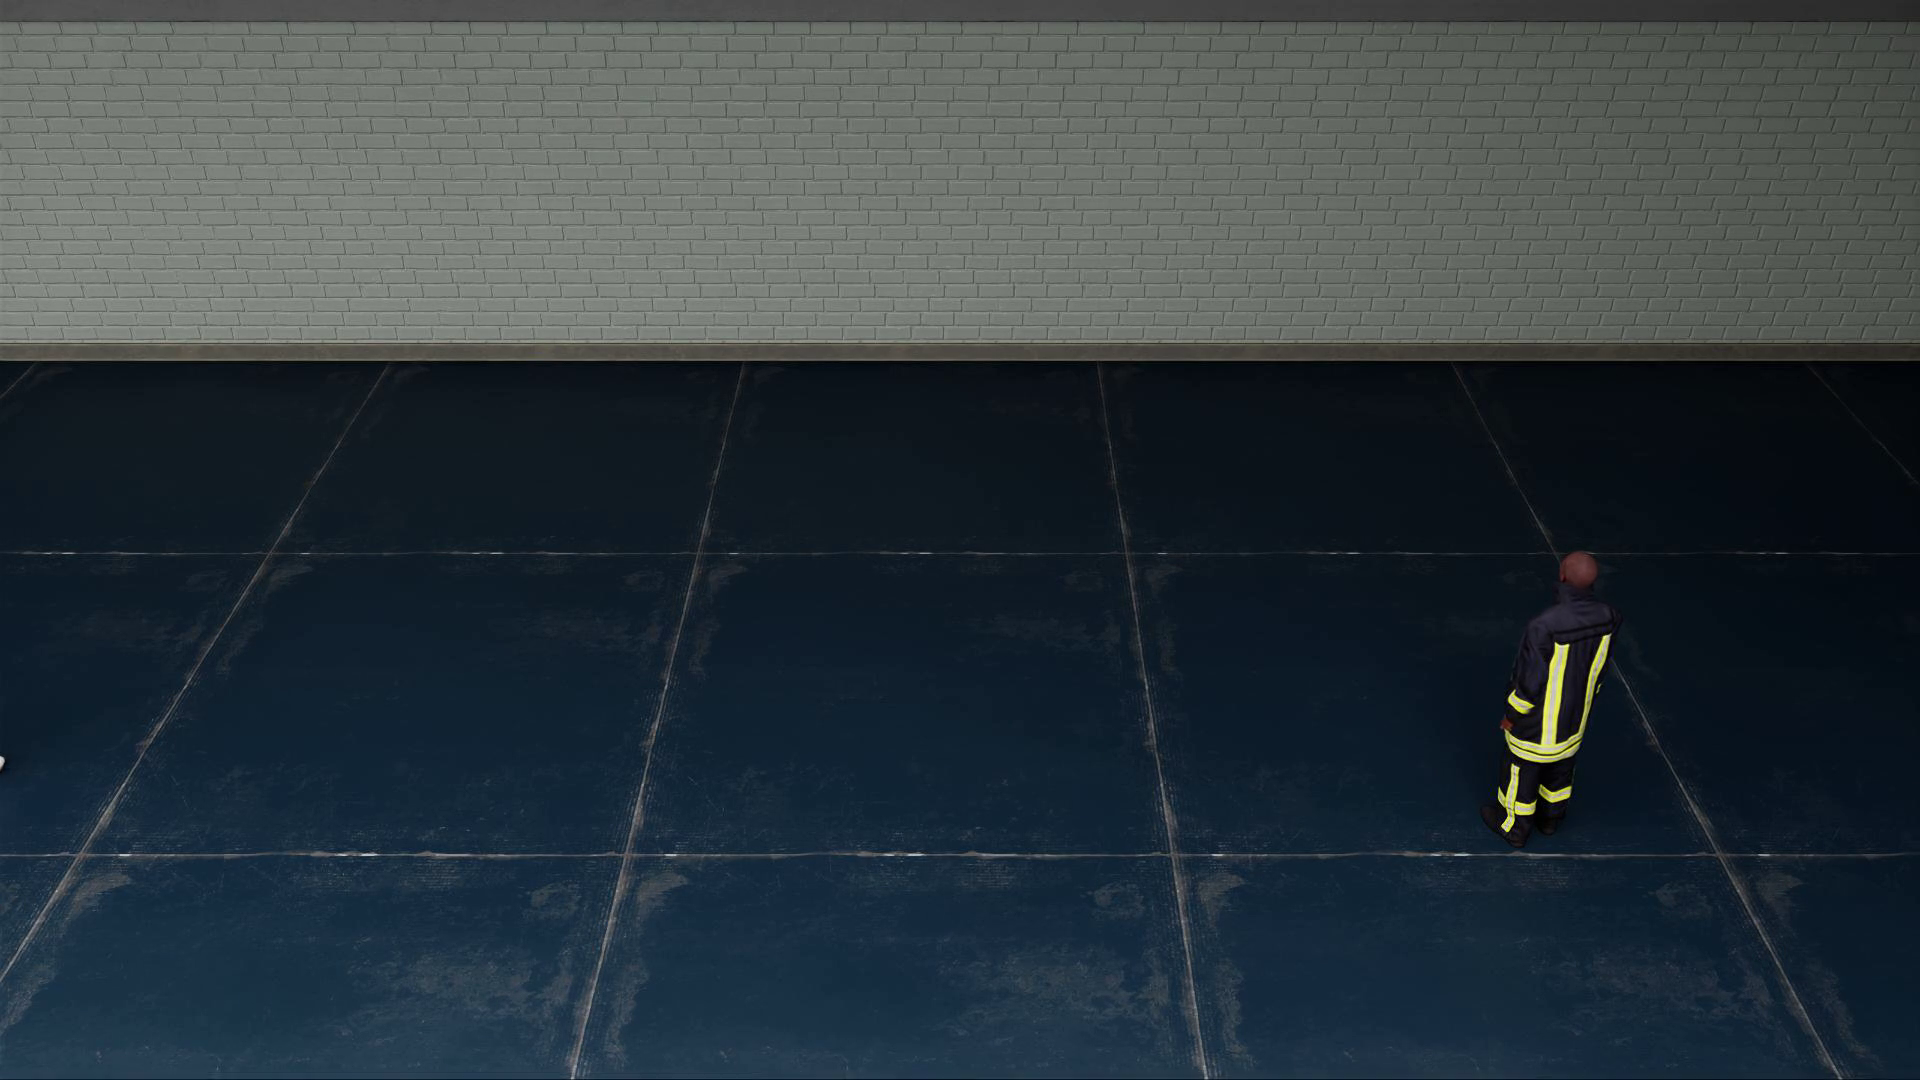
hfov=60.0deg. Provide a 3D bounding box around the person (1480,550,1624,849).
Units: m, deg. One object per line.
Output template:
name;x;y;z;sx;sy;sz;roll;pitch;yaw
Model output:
person;3.142;0.834;8.824;0.835;1.821;0.801;-11;35;-16
